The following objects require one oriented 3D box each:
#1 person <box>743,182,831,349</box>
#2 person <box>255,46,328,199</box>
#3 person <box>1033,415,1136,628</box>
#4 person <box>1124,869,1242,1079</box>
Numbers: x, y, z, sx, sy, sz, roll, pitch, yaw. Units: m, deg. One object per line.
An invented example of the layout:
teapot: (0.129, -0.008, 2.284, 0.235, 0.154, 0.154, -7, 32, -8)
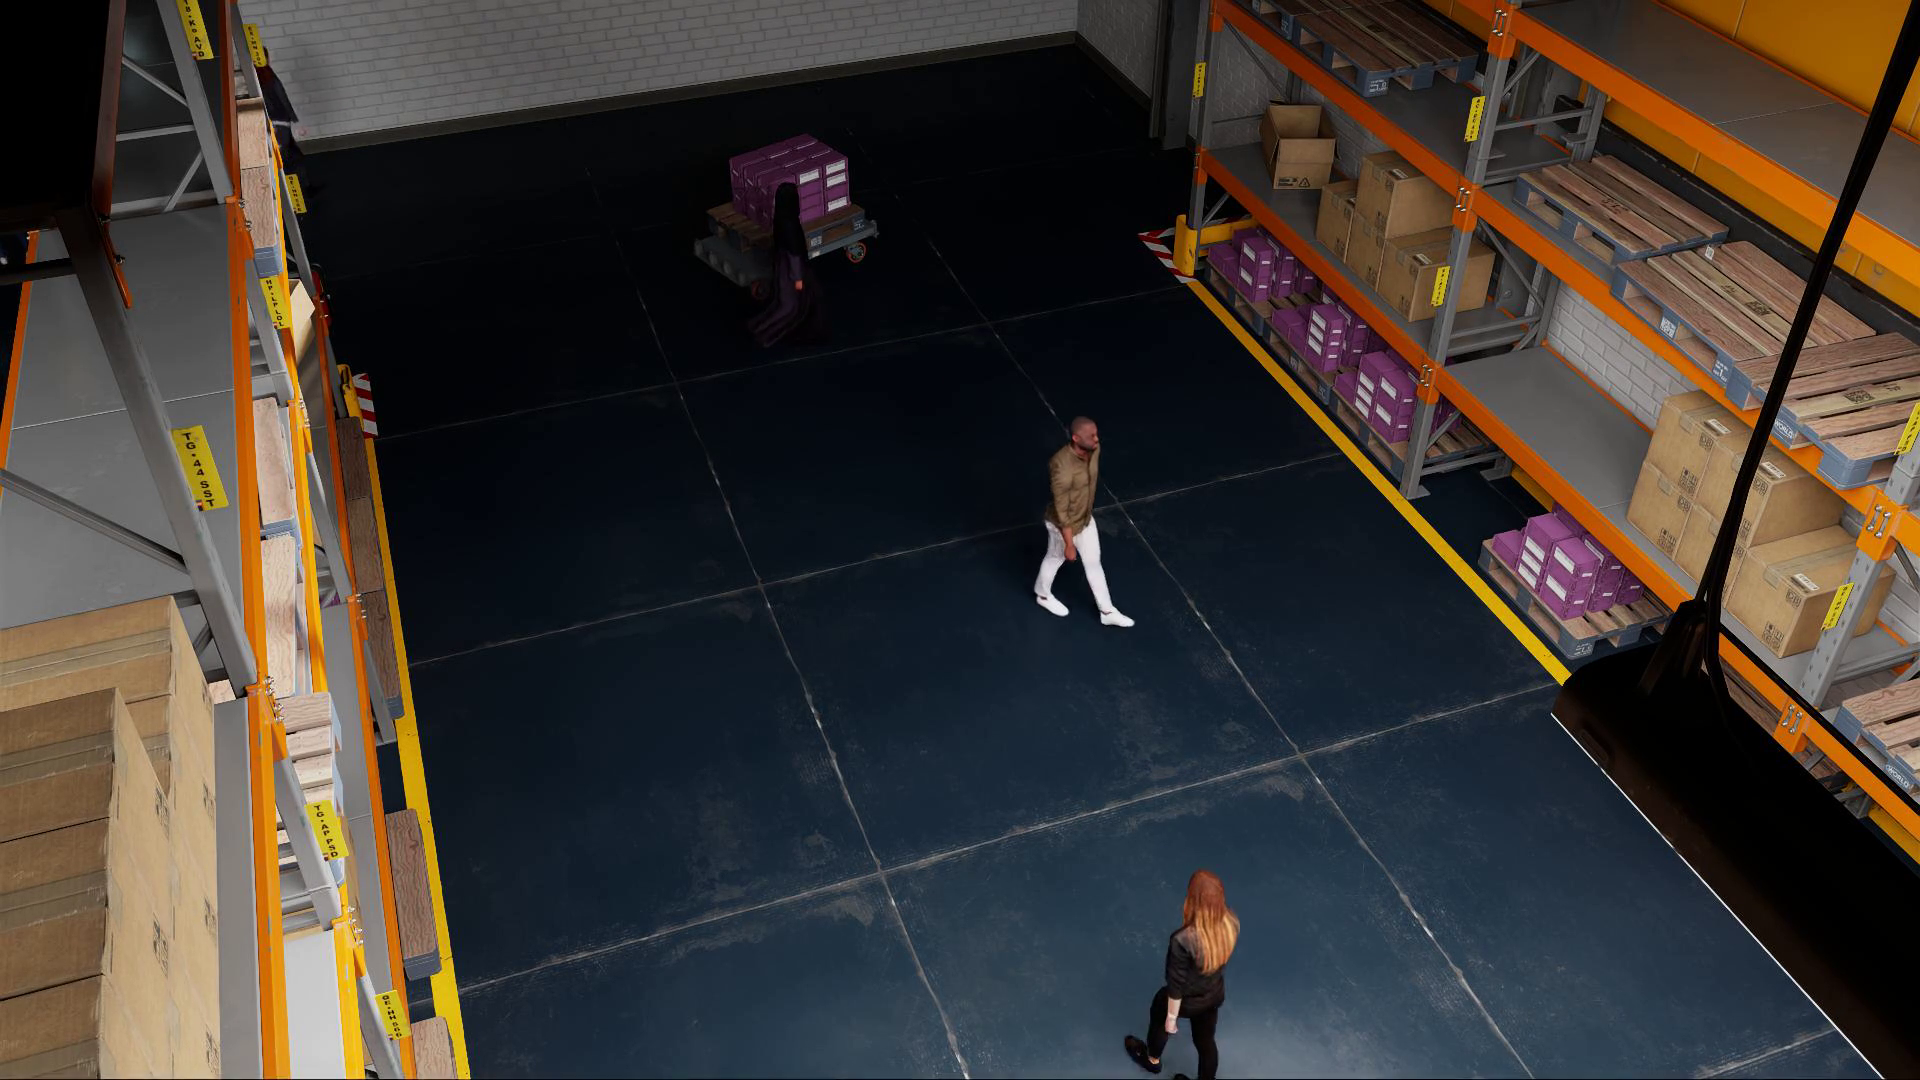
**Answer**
person: (-1.588, -2.418, 14.914, 0.808, 1.590, 1.005, -4, 39, -5)
person: (-6.990, -4.121, 16.923, 1.133, 1.744, 1.079, 24, 44, 27)
person: (0.726, -0.160, 11.924, 1.208, 1.794, 1.082, 25, 45, 28)
person: (1.295, 2.449, 8.738, 0.720, 1.692, 0.887, -21, 43, -24)
